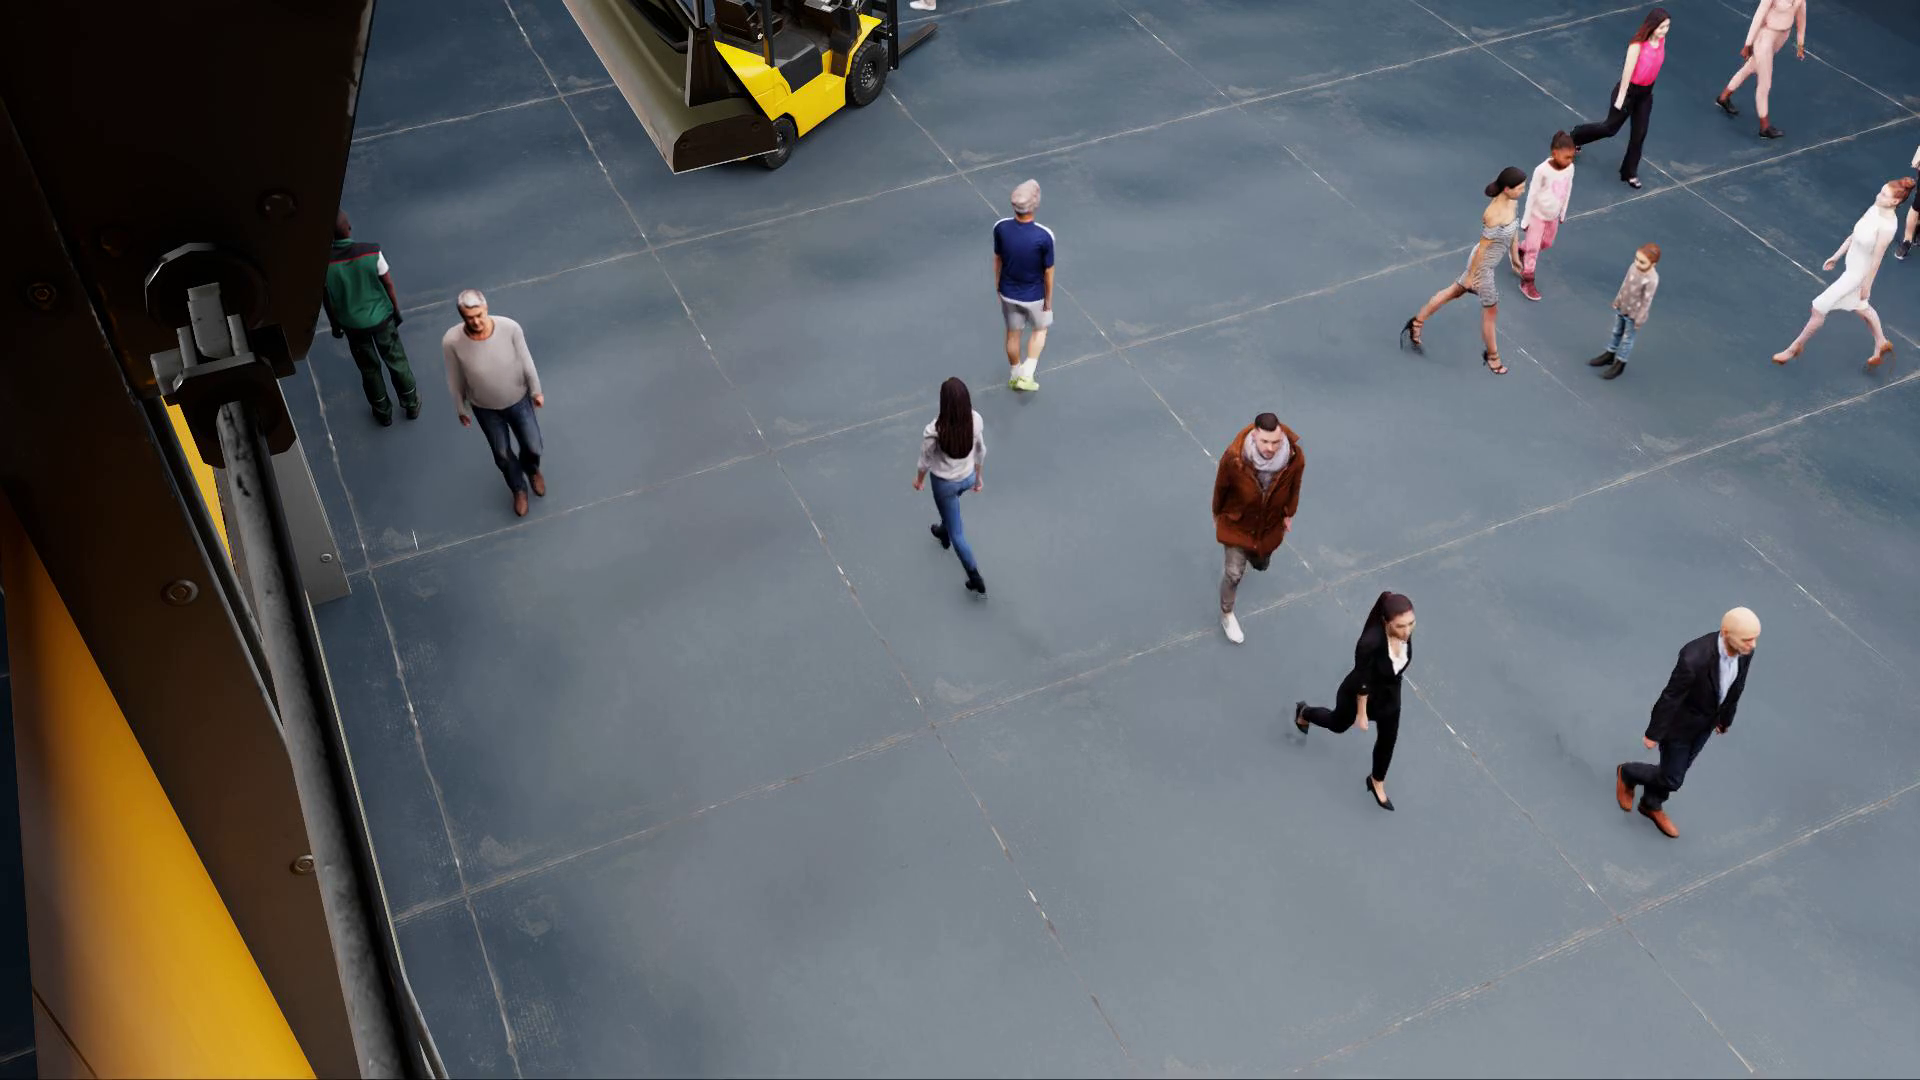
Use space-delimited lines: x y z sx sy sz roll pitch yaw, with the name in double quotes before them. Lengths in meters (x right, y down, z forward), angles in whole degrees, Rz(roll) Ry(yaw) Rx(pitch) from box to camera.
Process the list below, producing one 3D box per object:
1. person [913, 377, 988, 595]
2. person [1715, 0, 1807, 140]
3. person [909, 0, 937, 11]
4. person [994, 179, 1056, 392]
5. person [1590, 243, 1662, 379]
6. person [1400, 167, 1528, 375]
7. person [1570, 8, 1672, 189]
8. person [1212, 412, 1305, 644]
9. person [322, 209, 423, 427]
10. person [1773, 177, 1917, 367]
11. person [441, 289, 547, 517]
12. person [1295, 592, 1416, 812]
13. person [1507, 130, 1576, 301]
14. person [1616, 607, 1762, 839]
"person" -0.006 -0.332 11.113 0.699 1.594 1.074 -25 49 -24
"person" 7.526 -4.690 15.633 0.624 1.669 1.126 -18 47 -18
"person" -0.308 -6.491 17.385 0.751 1.860 0.764 25 49 24
"person" 0.444 -1.834 12.521 0.832 1.826 0.894 13 45 14
"person" 5.241 -1.808 12.953 0.562 1.193 0.434 -13 45 -13
"person" 3.932 -2.109 12.845 1.180 1.777 1.031 21 48 21
"person" 5.972 -4.016 14.954 0.652 1.630 1.065 -21 48 -21
"person" 1.876 -0.179 10.793 0.884 1.814 1.077 -2 44 -2
"person" -4.388 -1.634 12.302 0.698 1.839 0.632 -14 45 -14
"person" 6.968 -1.999 12.747 1.087 1.754 1.084 10 45 11
"person" -3.214 -1.022 11.619 0.813 1.896 0.749 -10 45 -10
"person" 2.350 0.866 9.835 0.666 1.622 1.108 -23 48 -22
"person" 4.800 -2.750 13.760 0.601 1.443 0.836 -14 45 -14
"person" 4.155 0.980 9.590 0.716 1.794 0.715 -16 46 -16
